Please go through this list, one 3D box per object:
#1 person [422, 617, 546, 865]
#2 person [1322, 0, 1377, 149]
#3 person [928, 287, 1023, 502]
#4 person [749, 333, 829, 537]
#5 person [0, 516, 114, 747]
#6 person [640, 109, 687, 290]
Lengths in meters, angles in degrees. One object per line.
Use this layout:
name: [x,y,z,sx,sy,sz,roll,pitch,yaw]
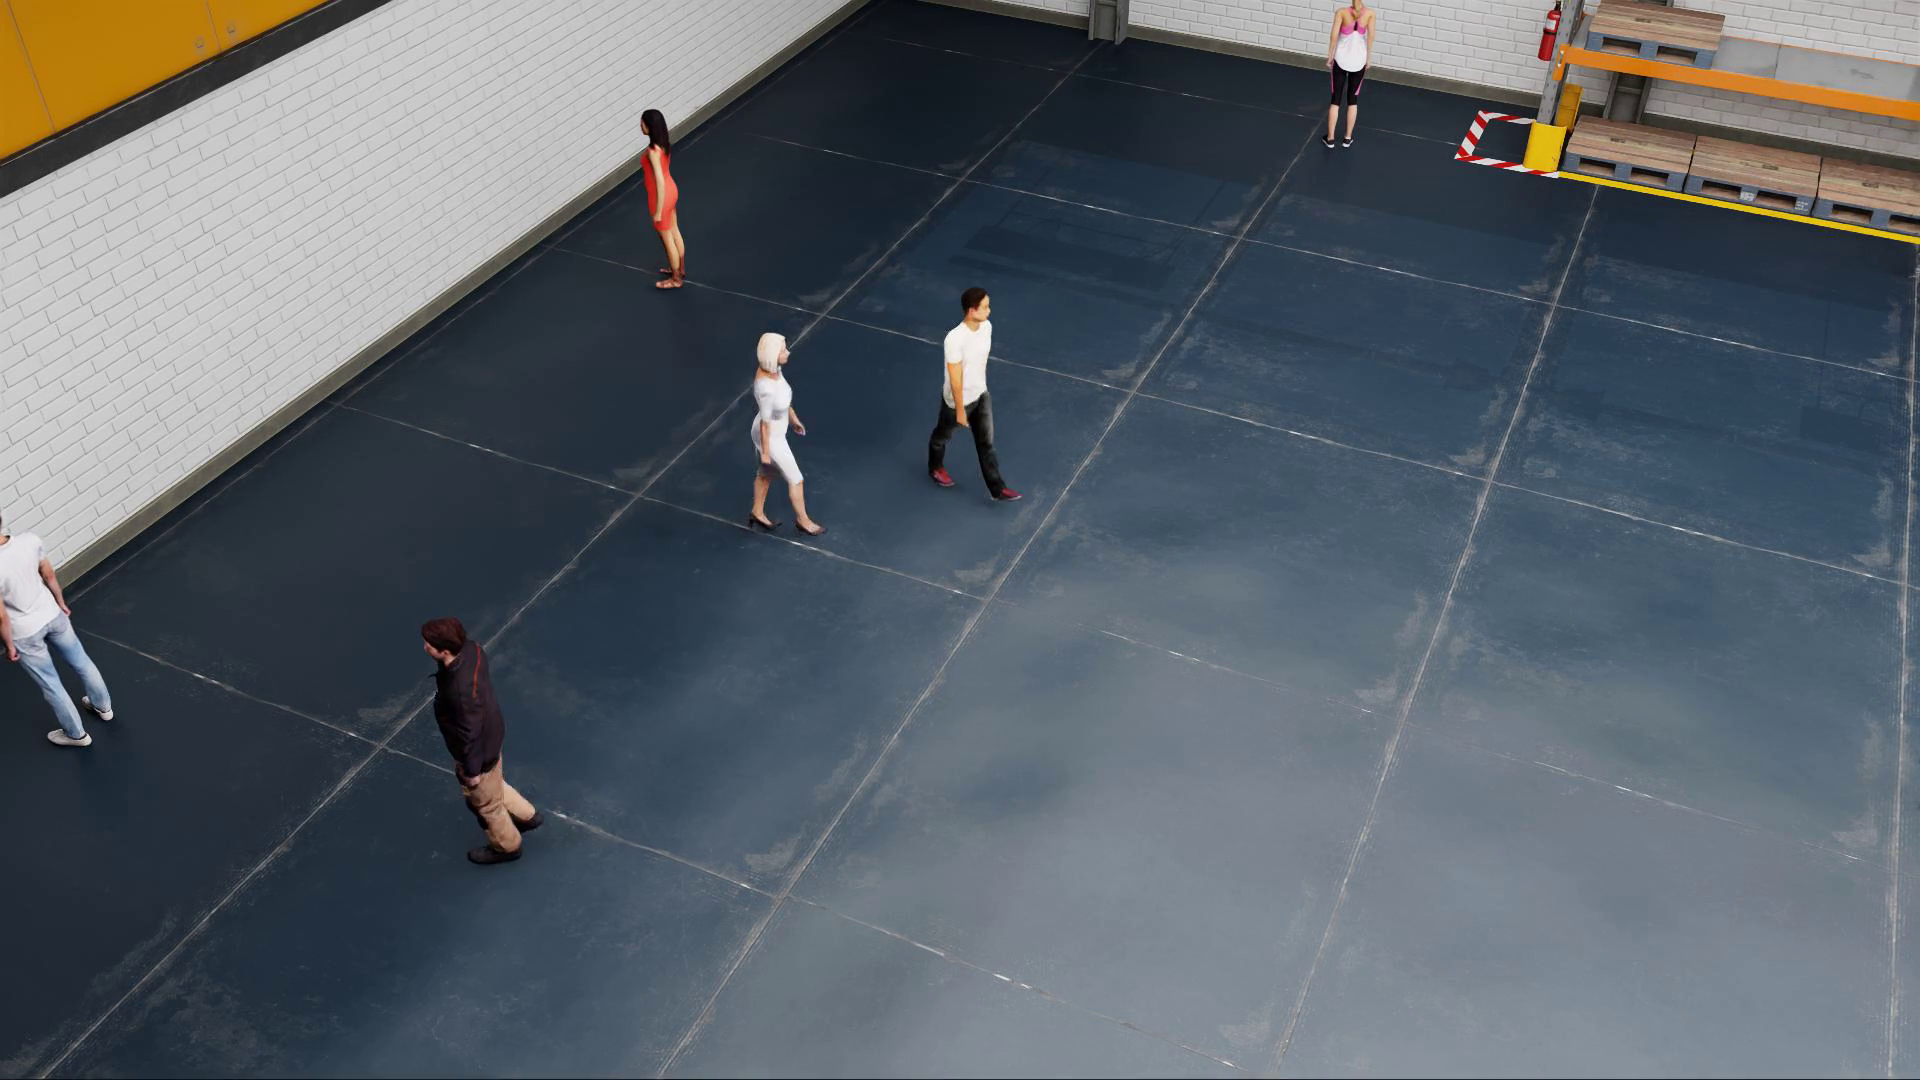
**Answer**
person: [-2.693,1.161,9.569,0.913,1.913,0.872,-6,39,-8]
person: [4.056,-4.964,17.338,0.588,1.788,0.732,2,39,3]
person: [-0.040,-1.119,12.551,0.952,1.754,1.223,-30,47,-32]
person: [-1.455,-0.748,12.109,0.922,1.726,0.786,-3,39,-3]
person: [-5.789,0.525,10.416,0.557,1.850,0.653,13,41,16]
person: [-2.681,-3.080,15.034,0.627,1.719,0.656,3,39,3]
